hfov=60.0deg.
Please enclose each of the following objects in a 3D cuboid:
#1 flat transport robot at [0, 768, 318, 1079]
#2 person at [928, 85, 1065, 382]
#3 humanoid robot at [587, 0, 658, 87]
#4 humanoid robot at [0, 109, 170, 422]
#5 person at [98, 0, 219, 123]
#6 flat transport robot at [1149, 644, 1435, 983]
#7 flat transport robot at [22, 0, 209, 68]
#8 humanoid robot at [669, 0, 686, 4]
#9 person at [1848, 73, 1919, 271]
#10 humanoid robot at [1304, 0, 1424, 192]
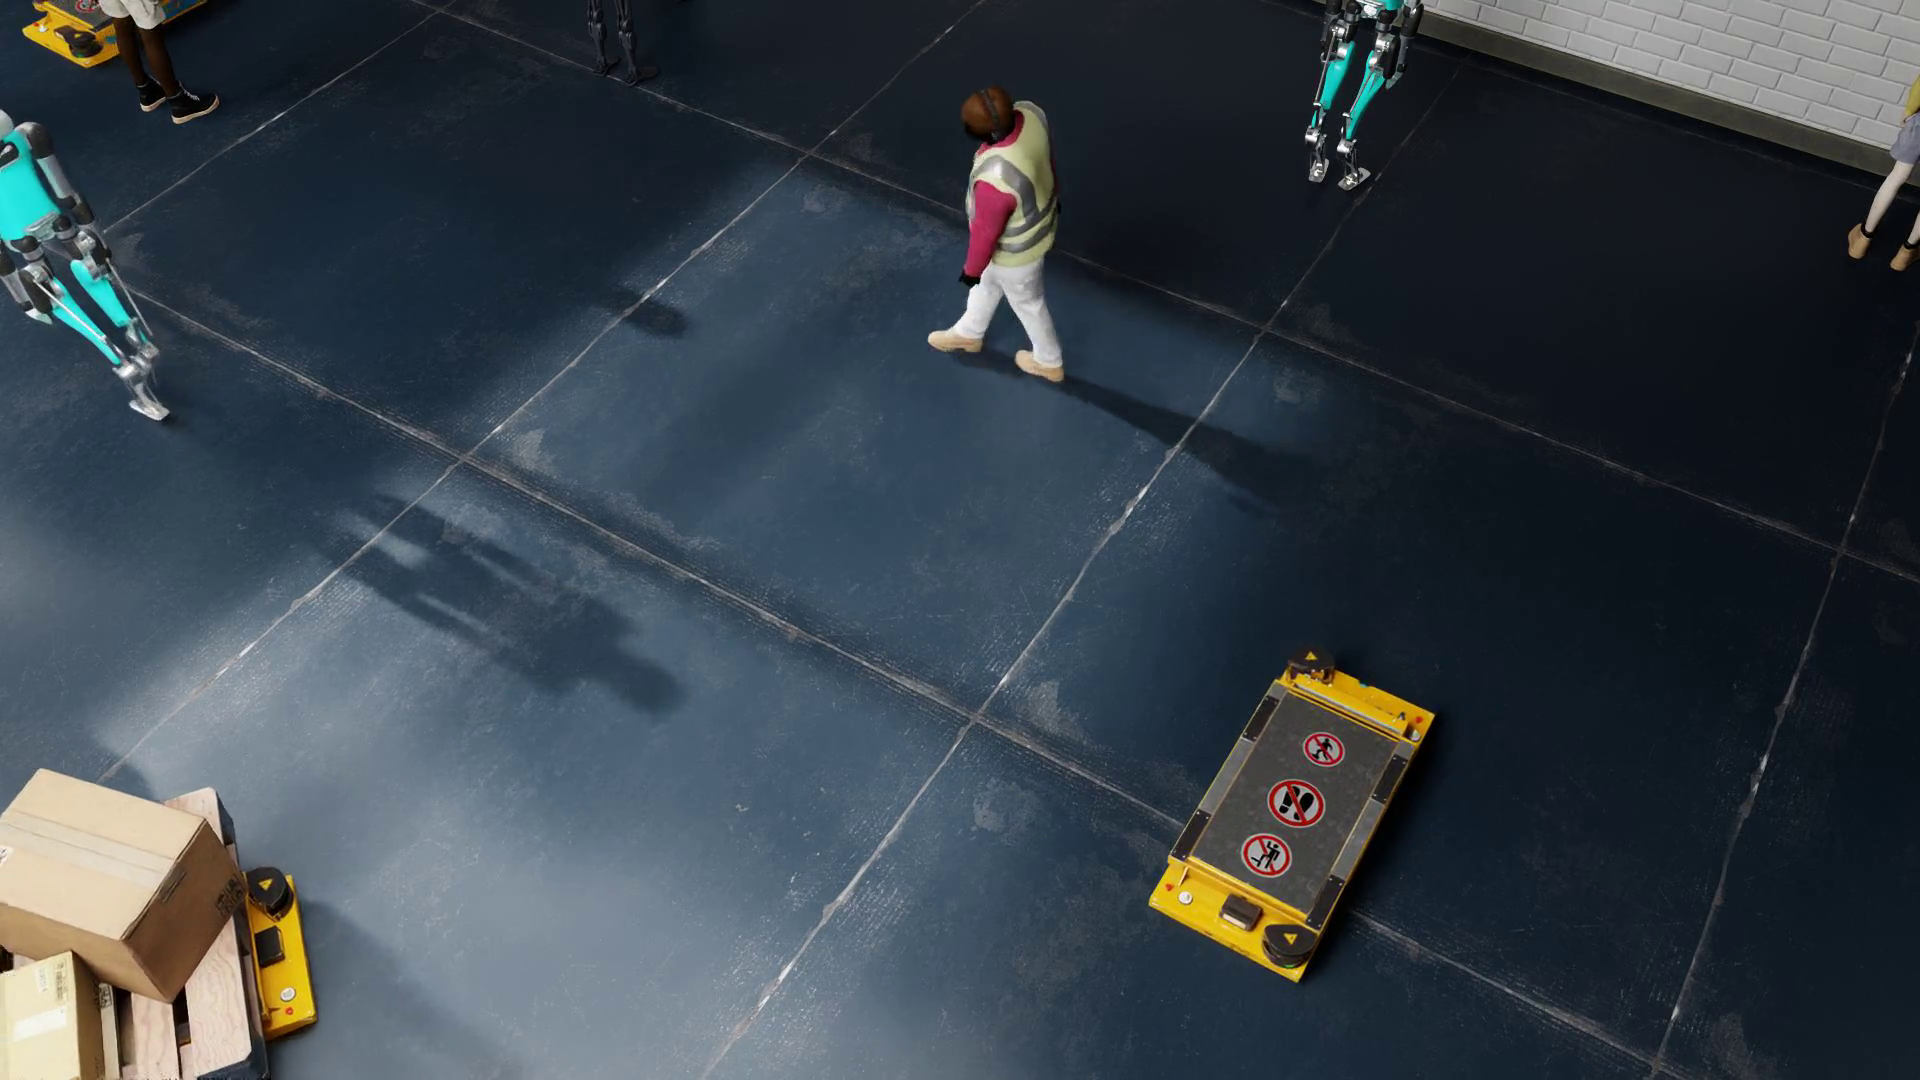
[{"bbox_3d":[-3.221,1.758,6.279,1.431,0.231,0.659,-17,51,-15],"label":"flat transport robot"},{"bbox_3d":[0.175,-1.487,8.107,0.820,1.788,0.698,10,50,8],"label":"person"},{"bbox_3d":[-2.151,-3.538,9.964,0.599,1.657,0.315,25,53,20],"label":"humanoid robot"},{"bbox_3d":[-4.146,-1.193,7.903,0.834,1.791,0.533,26,54,21],"label":"humanoid robot"},{"bbox_3d":[-4.870,-3.329,9.599,0.612,1.964,0.361,25,53,20],"label":"person"},{"bbox_3d":[1.399,1.081,6.870,0.659,0.231,1.431,25,53,20],"label":"flat transport robot"},{"bbox_3d":[-5.375,-3.603,10.965,0.659,0.231,1.431,28,54,22],"label":"flat transport robot"},{"bbox_3d":[-1.925,-4.211,10.569,0.385,1.641,0.598,-21,52,-17],"label":"humanoid robot"},{"bbox_3d":[5.192,-2.231,8.690,0.485,1.890,0.381,25,53,20],"label":"person"},{"bbox_3d":[2.131,-2.612,9.037,0.533,1.674,0.735,25,53,20],"label":"humanoid robot"}]
